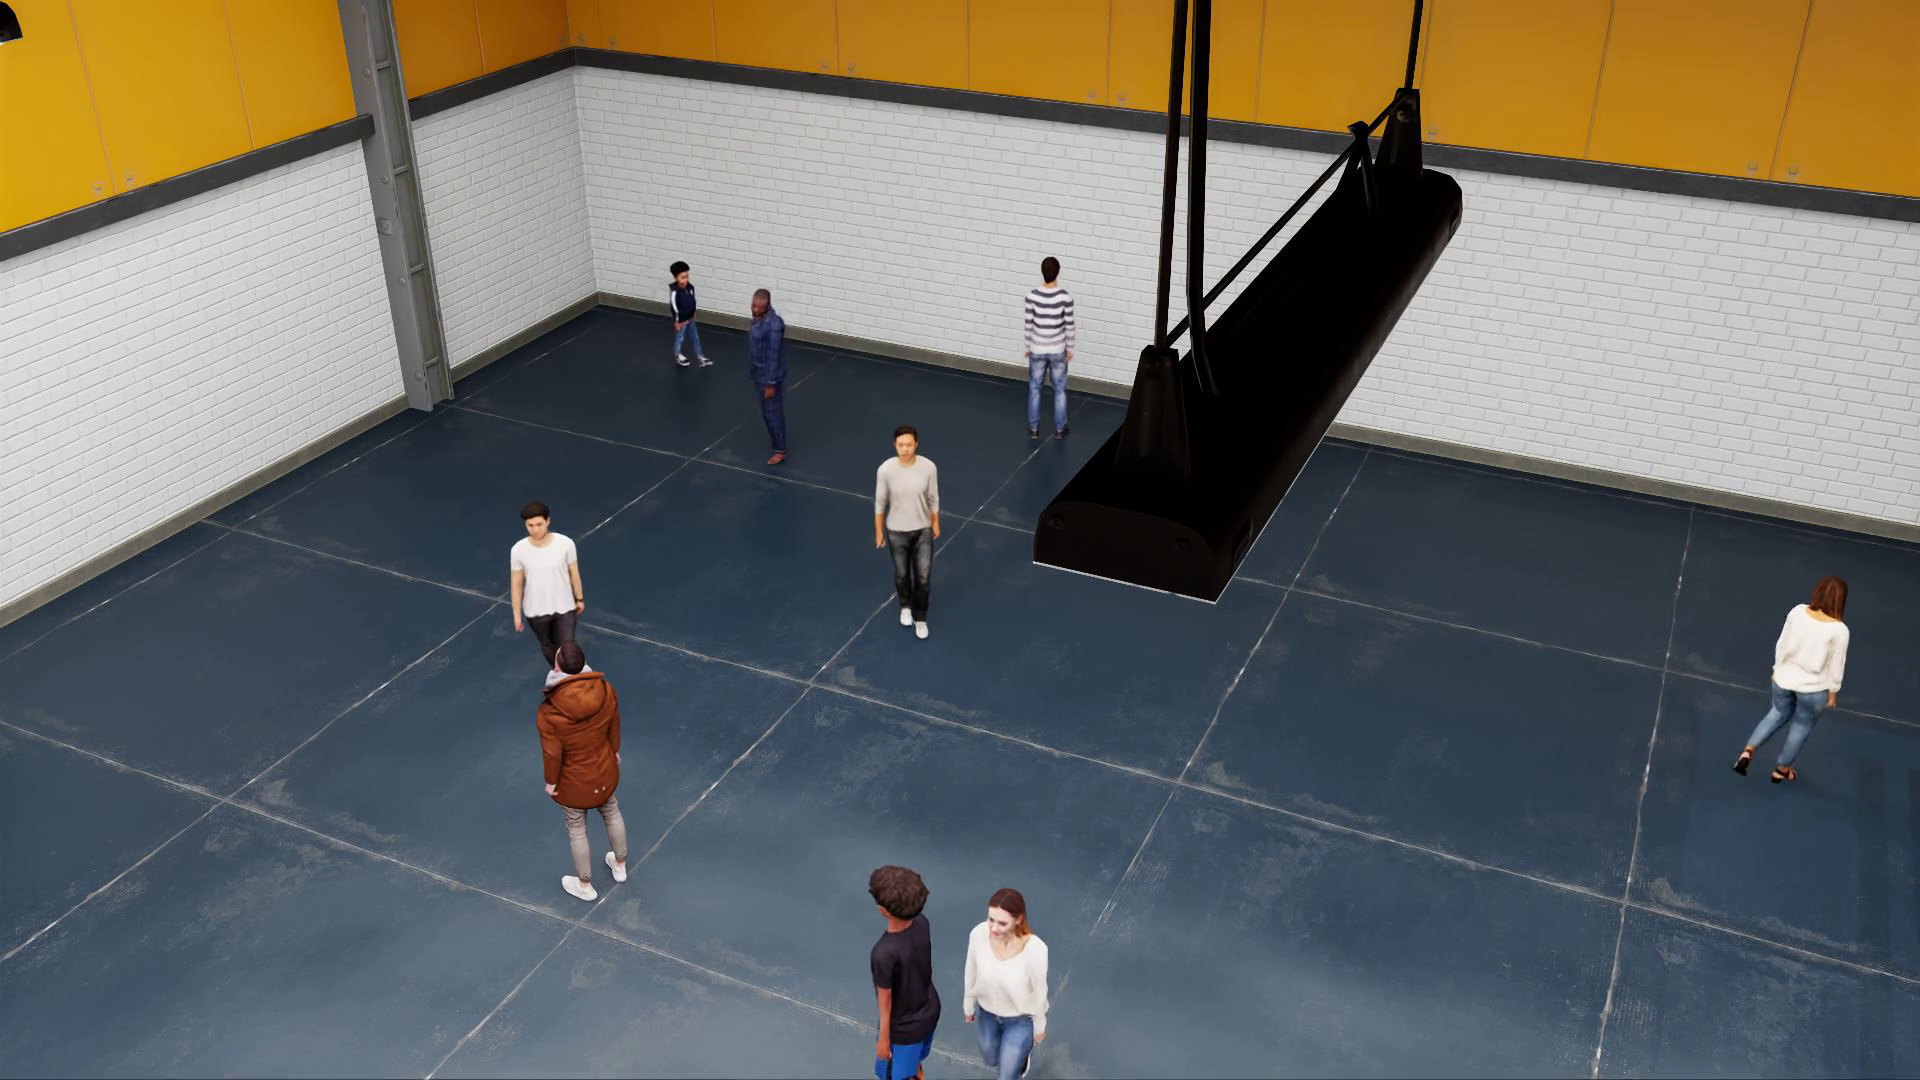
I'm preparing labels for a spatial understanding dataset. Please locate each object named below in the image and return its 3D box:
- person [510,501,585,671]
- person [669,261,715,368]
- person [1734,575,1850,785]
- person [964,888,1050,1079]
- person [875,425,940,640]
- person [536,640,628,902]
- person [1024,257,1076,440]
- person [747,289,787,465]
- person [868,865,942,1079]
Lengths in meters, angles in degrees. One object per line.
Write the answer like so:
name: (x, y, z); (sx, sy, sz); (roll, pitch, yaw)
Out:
person: (-3.035, 0.439, 12.335); (0.990, 1.686, 1.150); (-4, 29, -7)
person: (-3.054, -2.465, 18.166); (0.714, 1.198, 0.759); (22, 35, 34)
person: (5.682, 1.000, 11.325); (0.927, 1.667, 0.850); (-14, 32, -24)
person: (0.279, 2.435, 8.687); (0.626, 1.673, 0.889); (13, 31, 23)
person: (-0.413, -0.138, 13.280); (0.842, 1.794, 0.901); (-2, 29, -4)
person: (-2.334, 1.429, 10.360); (0.772, 1.839, 0.873); (-24, 37, -37)
person: (0.871, -1.891, 16.433); (0.704, 1.851, 0.629); (3, 29, 6)
person: (-1.819, -1.617, 15.995); (0.922, 1.789, 0.869); (-5, 29, -9)
person: (-0.207, 2.466, 8.518); (0.717, 1.781, 0.817); (16, 33, 27)
